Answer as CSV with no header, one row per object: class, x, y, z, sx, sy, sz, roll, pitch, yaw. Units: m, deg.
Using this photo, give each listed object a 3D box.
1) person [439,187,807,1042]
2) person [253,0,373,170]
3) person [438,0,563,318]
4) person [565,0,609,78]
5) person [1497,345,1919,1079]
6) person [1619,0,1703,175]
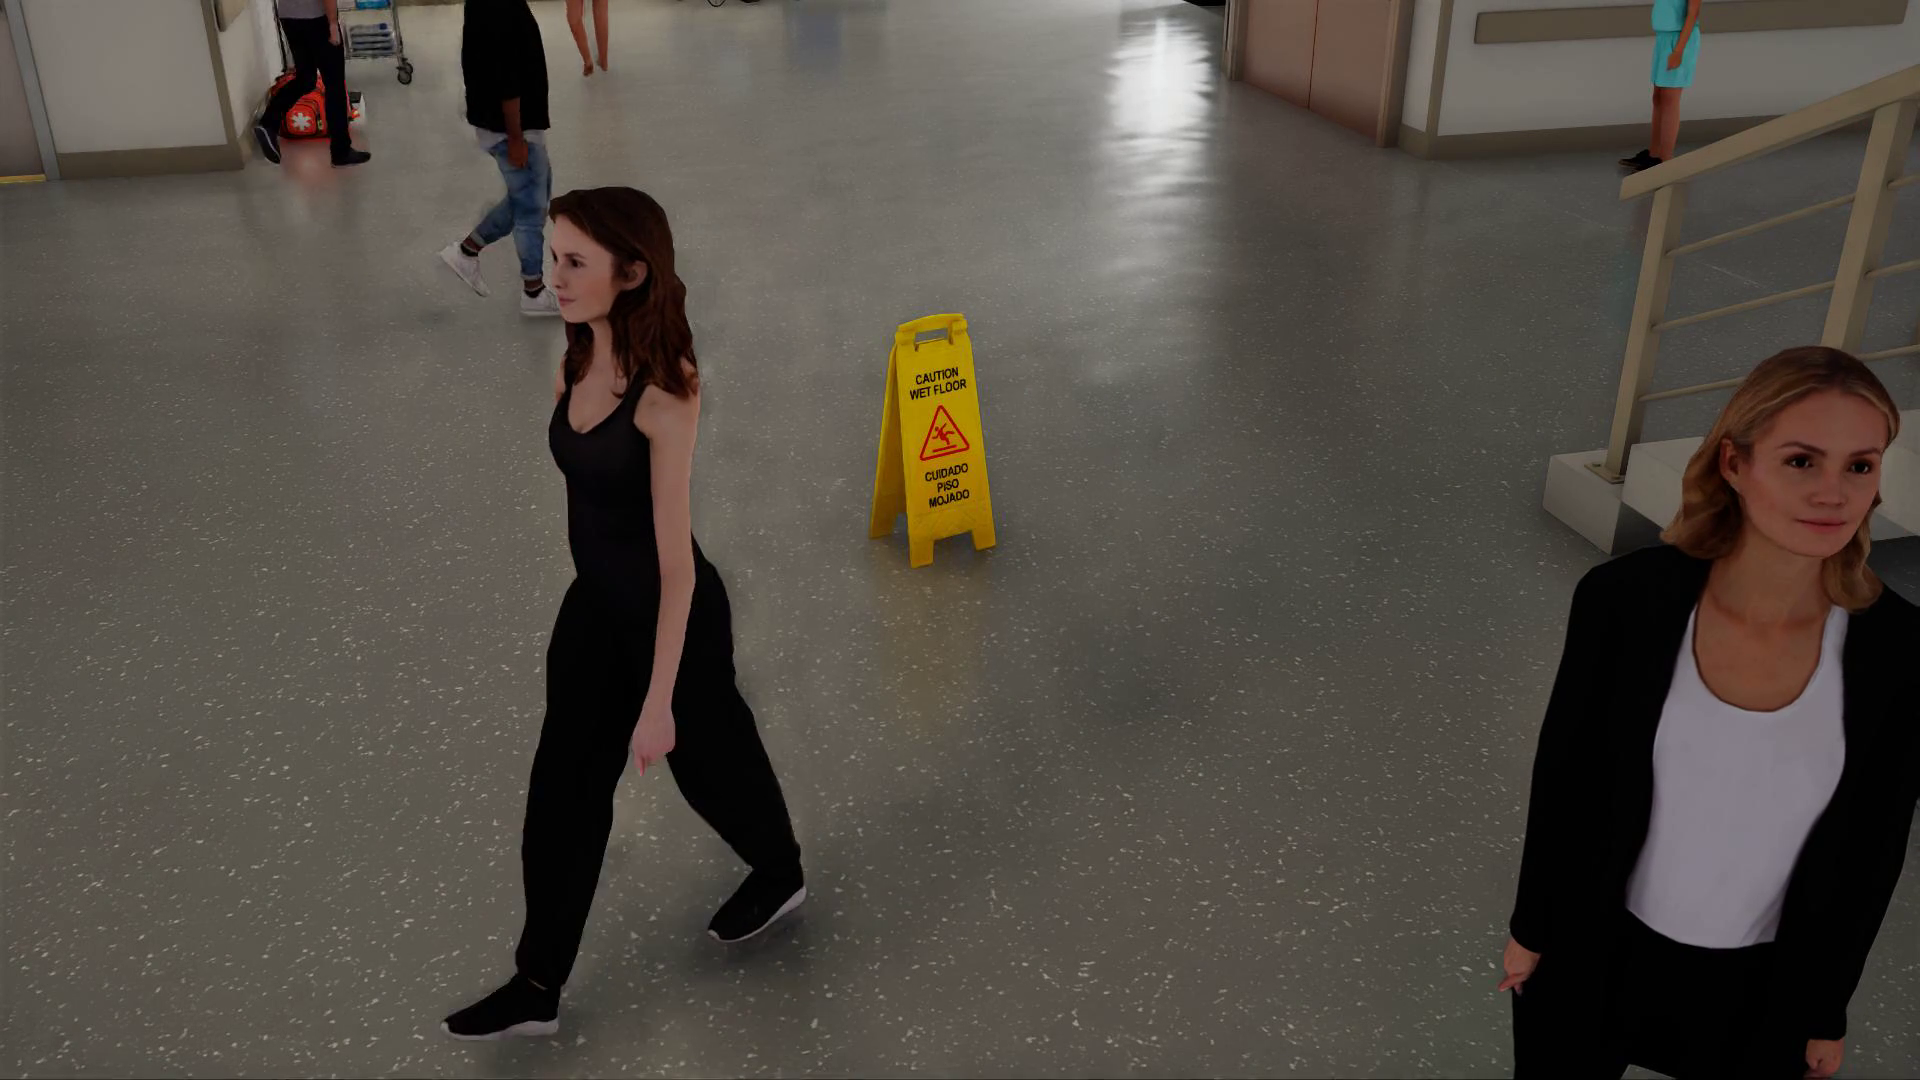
person,-0.527,0.162,3.299,1.131,1.697,1.068,21,33,37
person,-3.984,-3.122,9.964,1.001,1.823,1.056,15,29,28
person,-2.083,-1.864,7.386,0.783,1.797,0.818,-5,26,-10
person,-2.897,-4.390,12.847,0.640,1.603,0.908,-10,27,-19
person,0.980,0.597,2.280,0.682,1.799,0.724,11,28,22
person,4.294,-2.981,9.978,0.682,1.557,0.580,3,26,6
